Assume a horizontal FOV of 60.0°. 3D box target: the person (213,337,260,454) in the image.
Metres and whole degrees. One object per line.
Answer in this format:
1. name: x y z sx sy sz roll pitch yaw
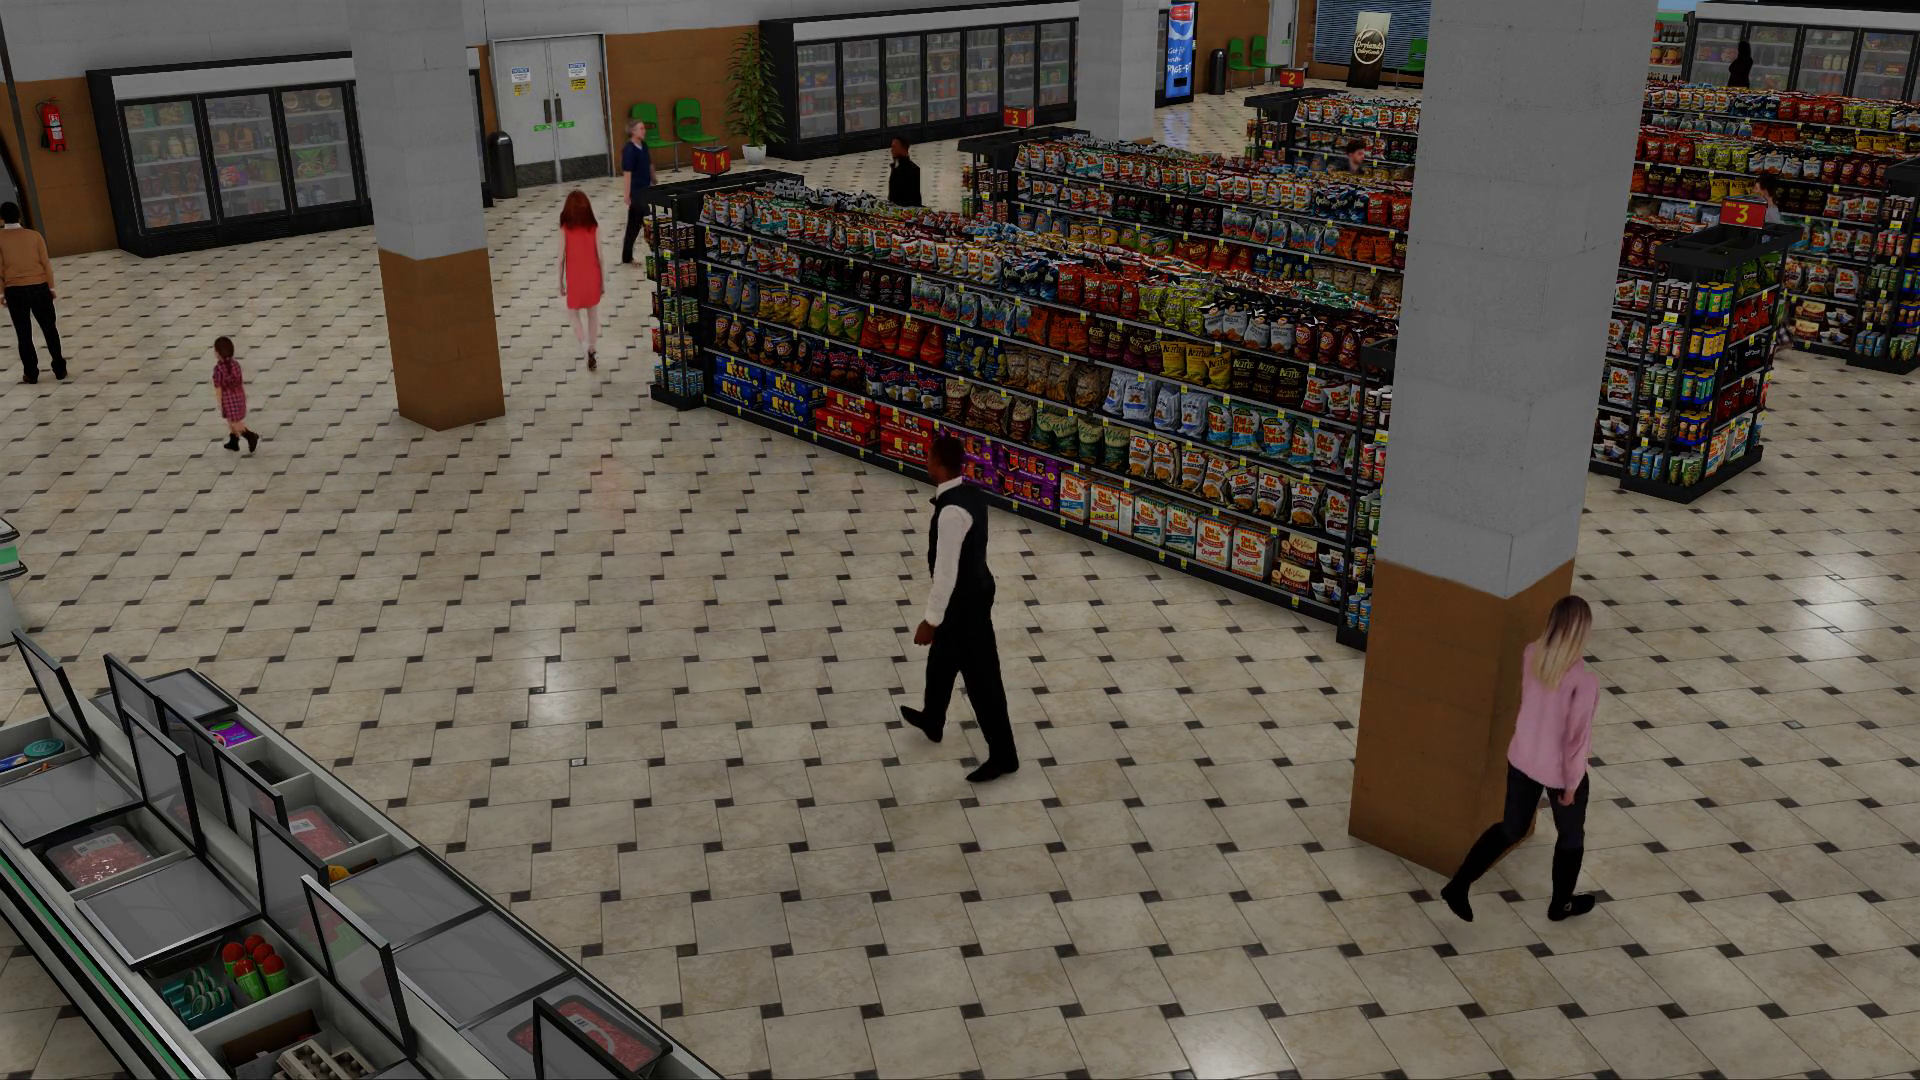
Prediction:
1. person: -6.202 -1.220 14.199 0.738 1.010 0.552 11 24 25

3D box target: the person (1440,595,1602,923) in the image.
1. person: 2.624 1.059 7.659 0.884 1.657 1.057 -10 24 -23

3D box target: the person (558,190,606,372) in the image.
1. person: -3.672 -2.485 16.276 0.831 1.810 1.018 -8 23 -19

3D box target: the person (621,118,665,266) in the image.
1. person: -4.095 -4.313 20.790 1.185 1.836 1.027 5 22 12

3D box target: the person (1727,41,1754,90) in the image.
1. person: 14.627 -8.465 31.234 0.657 1.753 0.591 -19 29 -39

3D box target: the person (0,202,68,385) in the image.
1. person: -9.065 -2.406 16.153 0.690 1.754 0.614 -16 27 -34

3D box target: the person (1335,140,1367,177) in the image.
1. person: 4.326 -3.633 19.068 0.904 1.858 1.233 -12 25 -28

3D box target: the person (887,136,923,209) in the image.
1. person: -0.550 -3.684 19.197 1.135 1.857 1.300 -8 23 -20

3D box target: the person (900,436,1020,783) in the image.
1. person: 0.083 0.385 9.033 1.181 1.884 1.099 0 22 0
